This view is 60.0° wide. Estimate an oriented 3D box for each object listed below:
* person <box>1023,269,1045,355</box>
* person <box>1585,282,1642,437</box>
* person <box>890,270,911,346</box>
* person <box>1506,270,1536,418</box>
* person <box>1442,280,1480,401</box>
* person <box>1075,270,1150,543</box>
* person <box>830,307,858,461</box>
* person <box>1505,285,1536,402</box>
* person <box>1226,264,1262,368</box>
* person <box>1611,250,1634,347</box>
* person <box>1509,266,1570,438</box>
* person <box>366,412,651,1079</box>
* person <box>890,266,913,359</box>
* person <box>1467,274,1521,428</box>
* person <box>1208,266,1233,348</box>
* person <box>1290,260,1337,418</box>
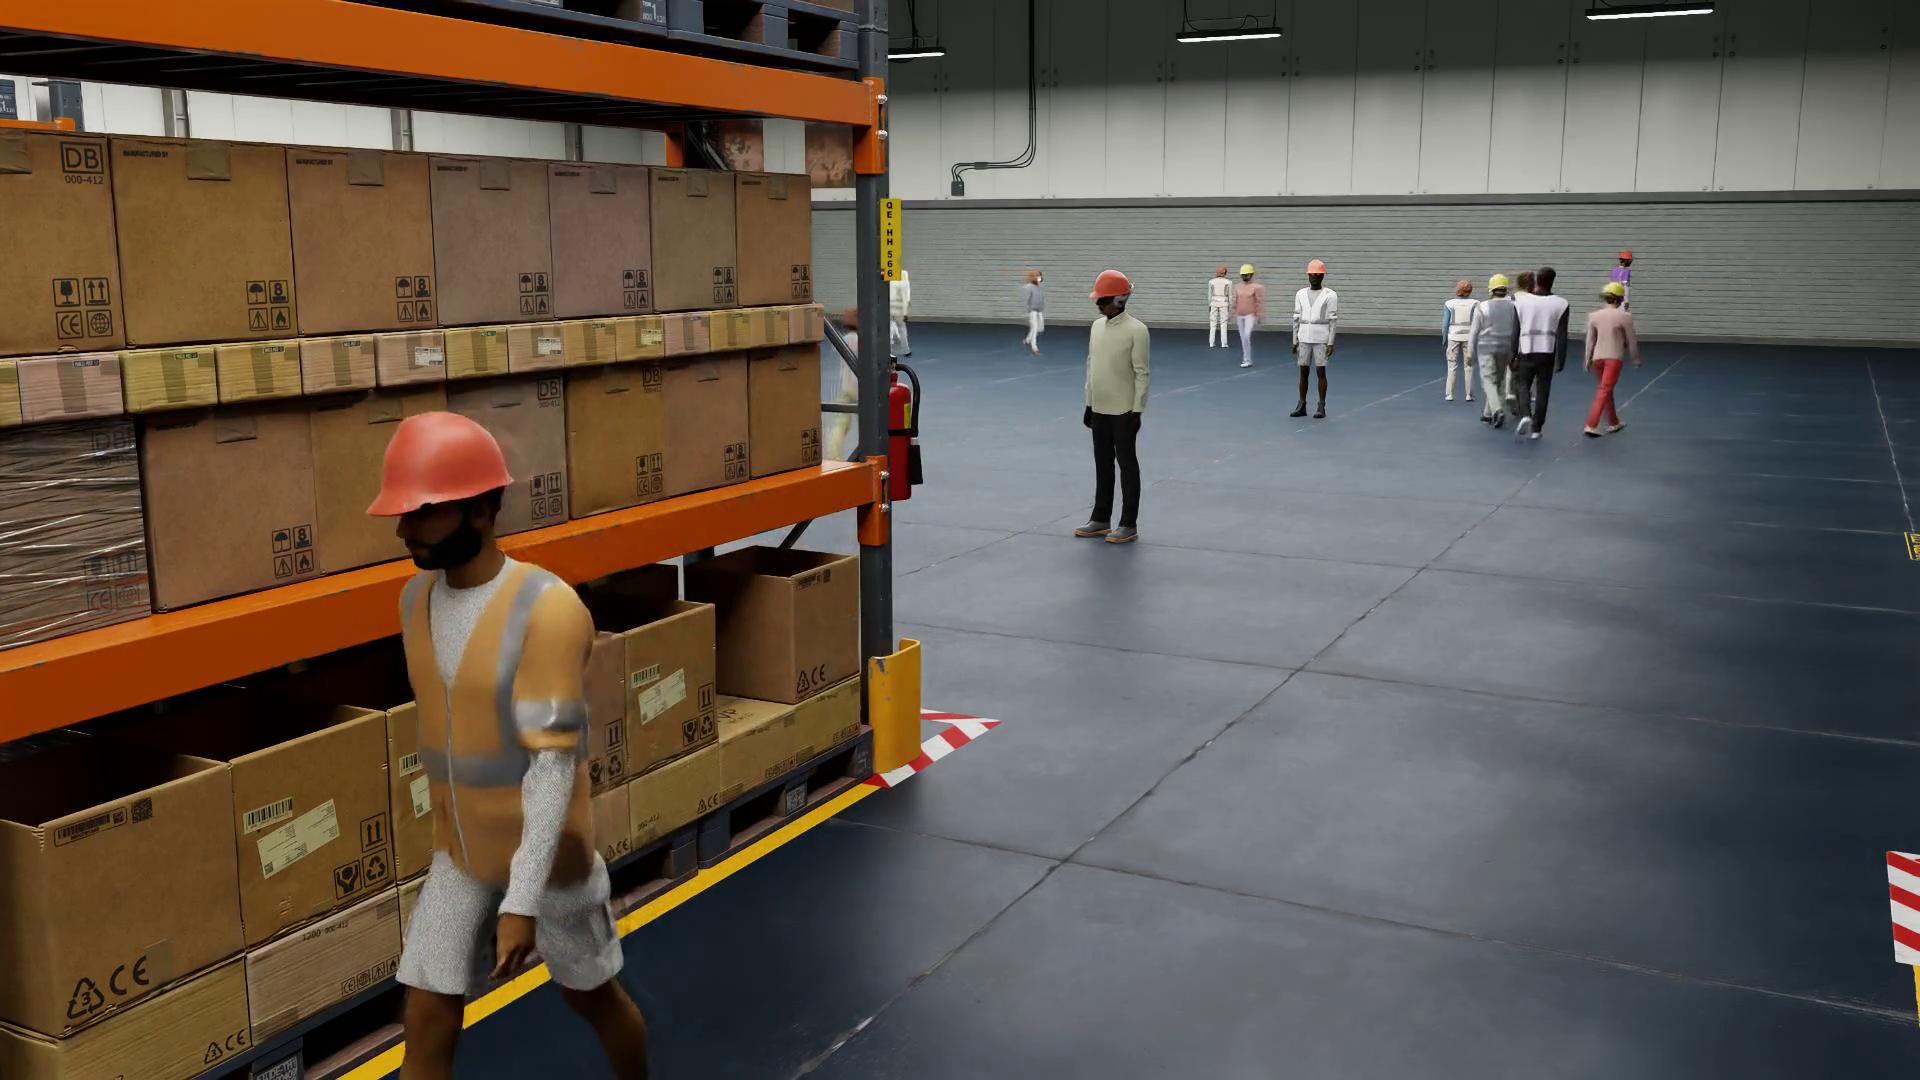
[{"bbox_3d":[1.370,-4.272,31.202,0.473,1.617,0.504,10,14,43],"label":"person"},{"bbox_3d":[7.298,-2.024,18.675,0.932,1.720,0.538,-7,13,-34],"label":"person"},{"bbox_3d":[-1.316,-4.885,33.970,0.567,1.828,1.008,-5,12,-26],"label":"person"},{"bbox_3d":[6.828,-2.377,20.305,0.548,1.827,0.508,-10,14,-43],"label":"person"},{"bbox_3d":[6.791,-2.692,22.520,0.521,1.638,0.311,3,11,16],"label":"person"},{"bbox_3d":[1.120,-0.977,12.219,0.392,1.988,0.608,-8,13,-36],"label":"person"},{"bbox_3d":[-0.899,-1.389,15.527,0.843,1.581,0.522,-8,13,-38],"label":"person"},{"bbox_3d":[7.592,-2.683,22.472,0.310,1.640,0.514,-10,14,-44],"label":"person"},{"bbox_3d":[4.815,-3.796,28.252,0.530,1.743,0.659,9,14,41],"label":"person"},{"bbox_3d":[13.325,-4.850,33.477,0.374,1.933,0.550,-1,10,-7],"label":"person"},{"bbox_3d":[6.403,-2.067,18.405,0.617,1.896,0.451,4,11,22],"label":"person"},{"bbox_3d":[-0.999,0.662,3.590,0.554,1.885,0.987,6,12,28],"label":"person"},{"bbox_3d":[-1.169,-4.139,30.022,0.612,1.783,0.919,5,12,26],"label":"person"},{"bbox_3d":[6.276,-2.215,19.493,0.600,1.802,0.860,-1,10,-4],"label":"person"},{"bbox_3d":[5.212,-4.667,33.318,0.509,1.629,0.316,4,11,23],"label":"person"},{"bbox_3d":[4.344,-2.466,20.472,0.552,1.937,0.356,7,12,33],"label":"person"}]
